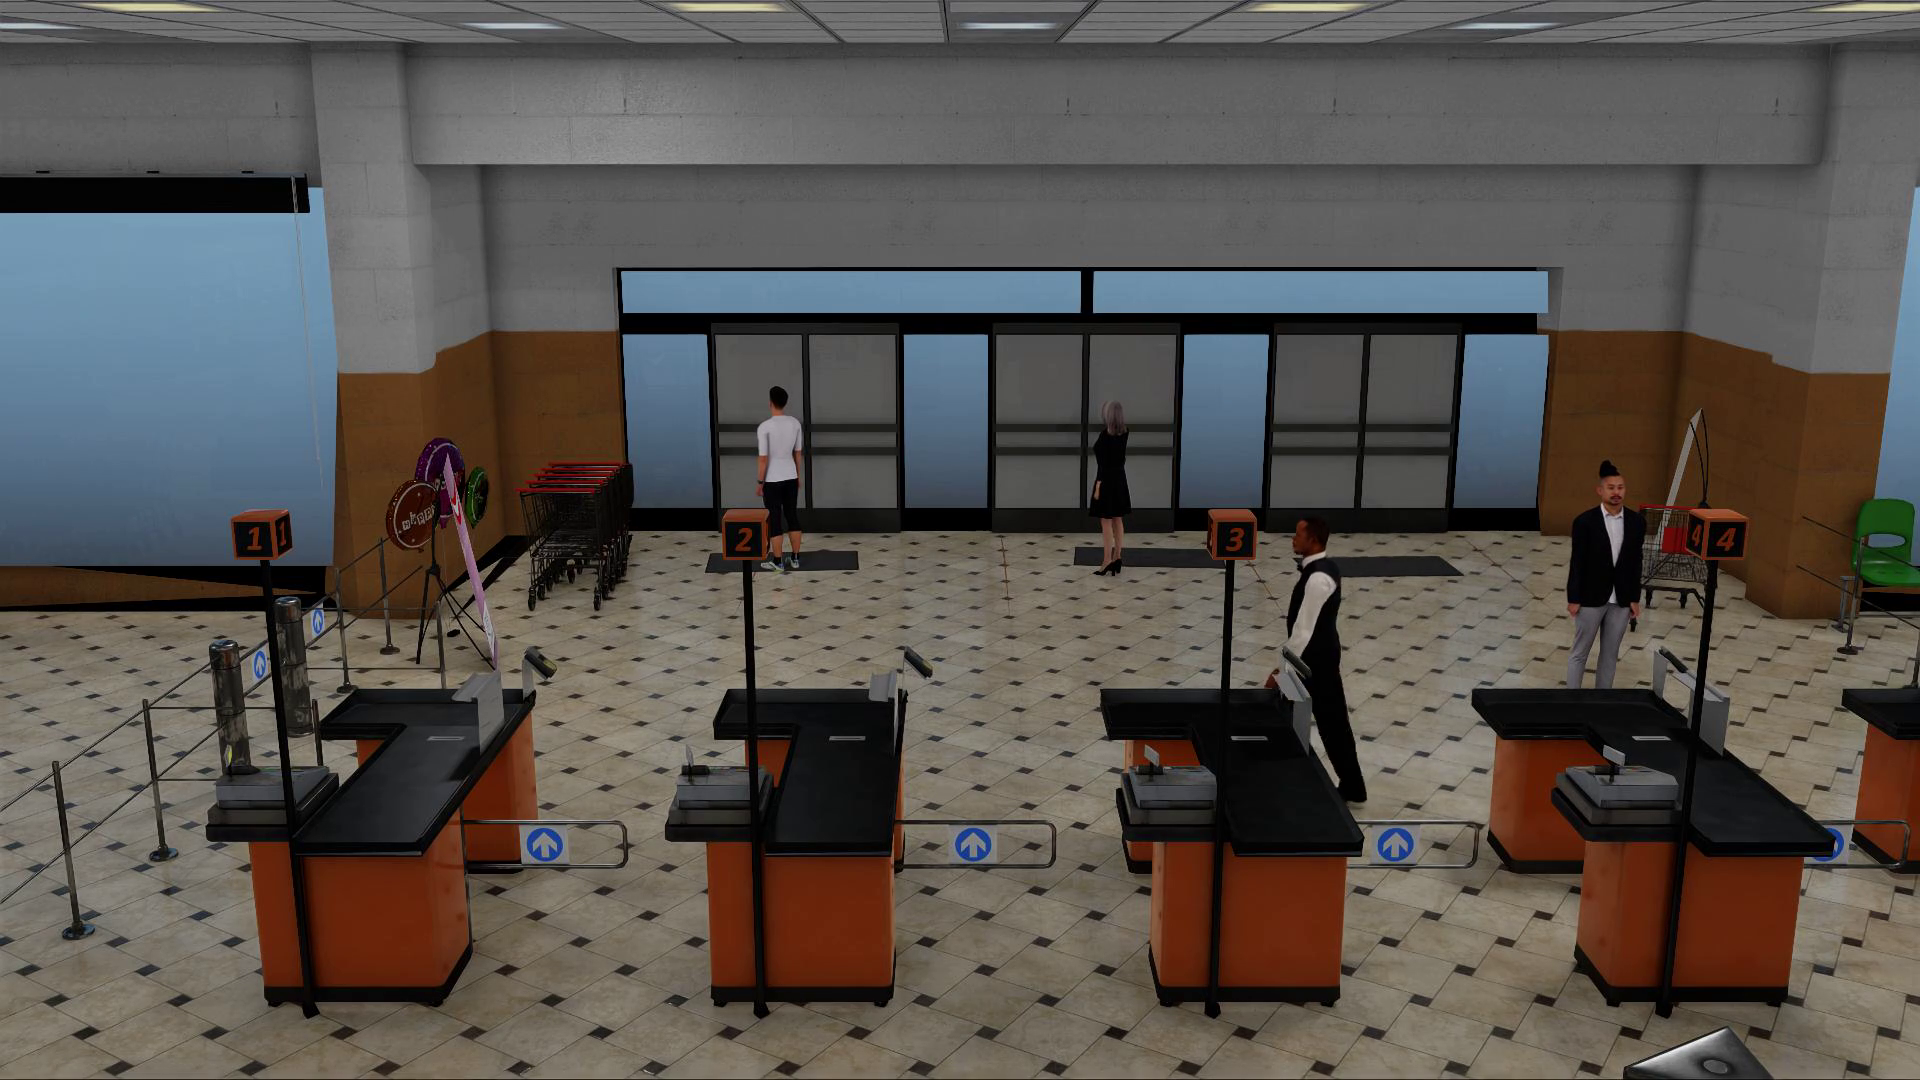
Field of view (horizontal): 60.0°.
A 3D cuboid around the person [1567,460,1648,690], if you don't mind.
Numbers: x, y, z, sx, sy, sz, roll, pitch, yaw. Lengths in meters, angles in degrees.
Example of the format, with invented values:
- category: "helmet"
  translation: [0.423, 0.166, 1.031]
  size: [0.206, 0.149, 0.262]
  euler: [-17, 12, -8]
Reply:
- category: "person"
  translation: [4.738, 0.375, 12.260]
  size: [0.691, 1.950, 0.565]
  euler: [0, 14, 0]

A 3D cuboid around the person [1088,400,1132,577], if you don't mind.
- category: "person"
  translation: [1.476, -0.519, 16.376]
  size: [0.765, 1.746, 0.694]
  euler: [12, 18, 39]

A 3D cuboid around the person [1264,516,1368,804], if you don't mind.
- category: "person"
  translation: [2.364, 0.818, 10.611]
  size: [0.922, 1.866, 1.240]
  euler: [2, 14, 9]

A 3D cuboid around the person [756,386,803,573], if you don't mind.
- category: "person"
  translation: [-1.780, -0.611, 16.534]
  size: [0.759, 1.851, 0.789]
  euler: [-10, 17, -36]
